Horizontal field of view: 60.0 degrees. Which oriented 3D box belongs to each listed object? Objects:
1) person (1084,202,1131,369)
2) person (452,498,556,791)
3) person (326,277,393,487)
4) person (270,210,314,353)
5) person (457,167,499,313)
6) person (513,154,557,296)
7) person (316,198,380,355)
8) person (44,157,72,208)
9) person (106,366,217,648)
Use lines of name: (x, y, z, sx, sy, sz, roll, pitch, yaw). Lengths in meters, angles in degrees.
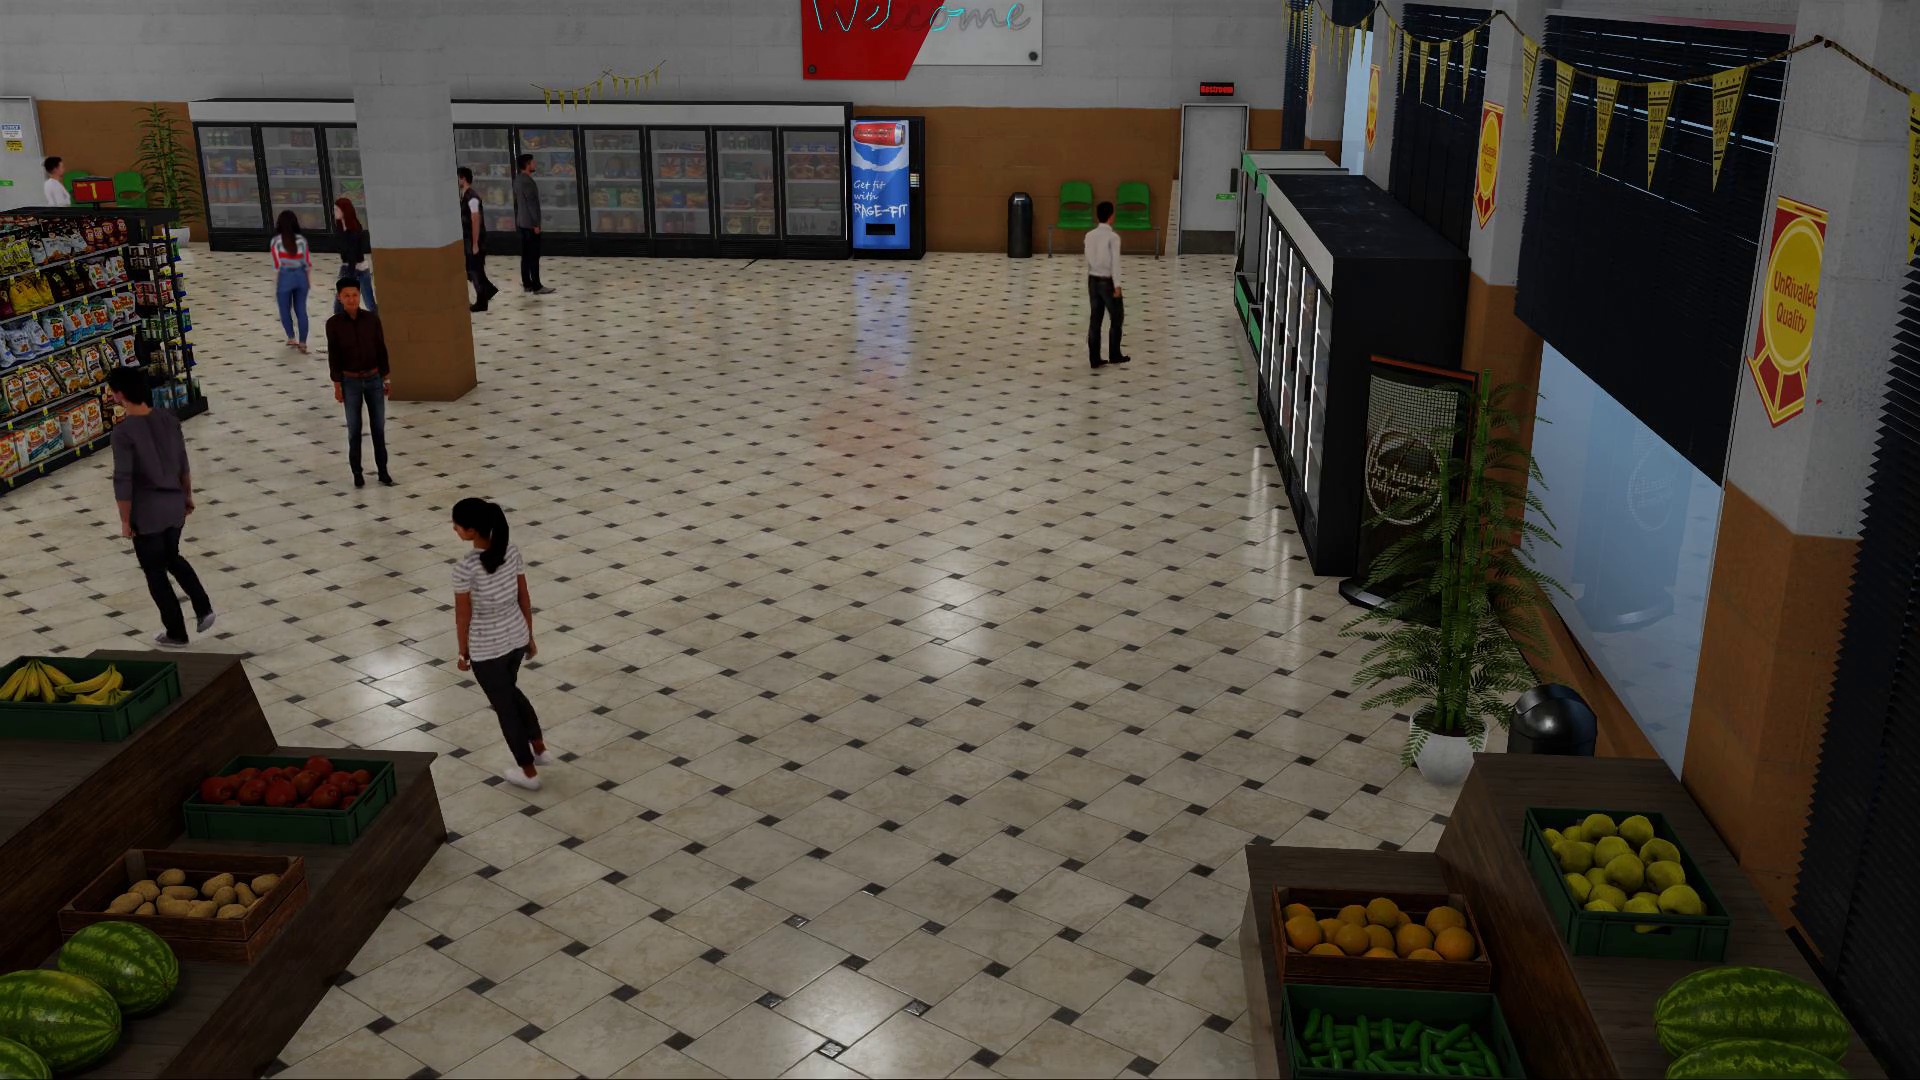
person: (1.514, -2.768, 18.185, 0.953, 1.799, 0.896, -18, 25, -42)
person: (-2.329, 0.574, 8.554, 0.758, 1.621, 0.650, 13, 23, 35)
person: (-5.025, -1.329, 13.949, 0.702, 1.778, 0.725, -11, 22, -30)
person: (-7.611, -2.944, 19.021, 0.756, 1.598, 0.808, -12, 22, -31)
person: (-6.153, -3.854, 21.352, 0.900, 1.834, 0.830, -11, 21, -29)
person: (-5.851, -4.303, 22.622, 0.836, 1.873, 0.768, -14, 23, -36)
person: (-6.774, -2.974, 18.873, 0.970, 1.751, 1.163, 12, 22, 33)
person: (-12.115, -4.224, 22.427, 0.805, 1.847, 0.739, -14, 23, -36)
person: (-4.983, -0.180, 10.456, 0.864, 1.833, 0.753, 8, 20, 23)
